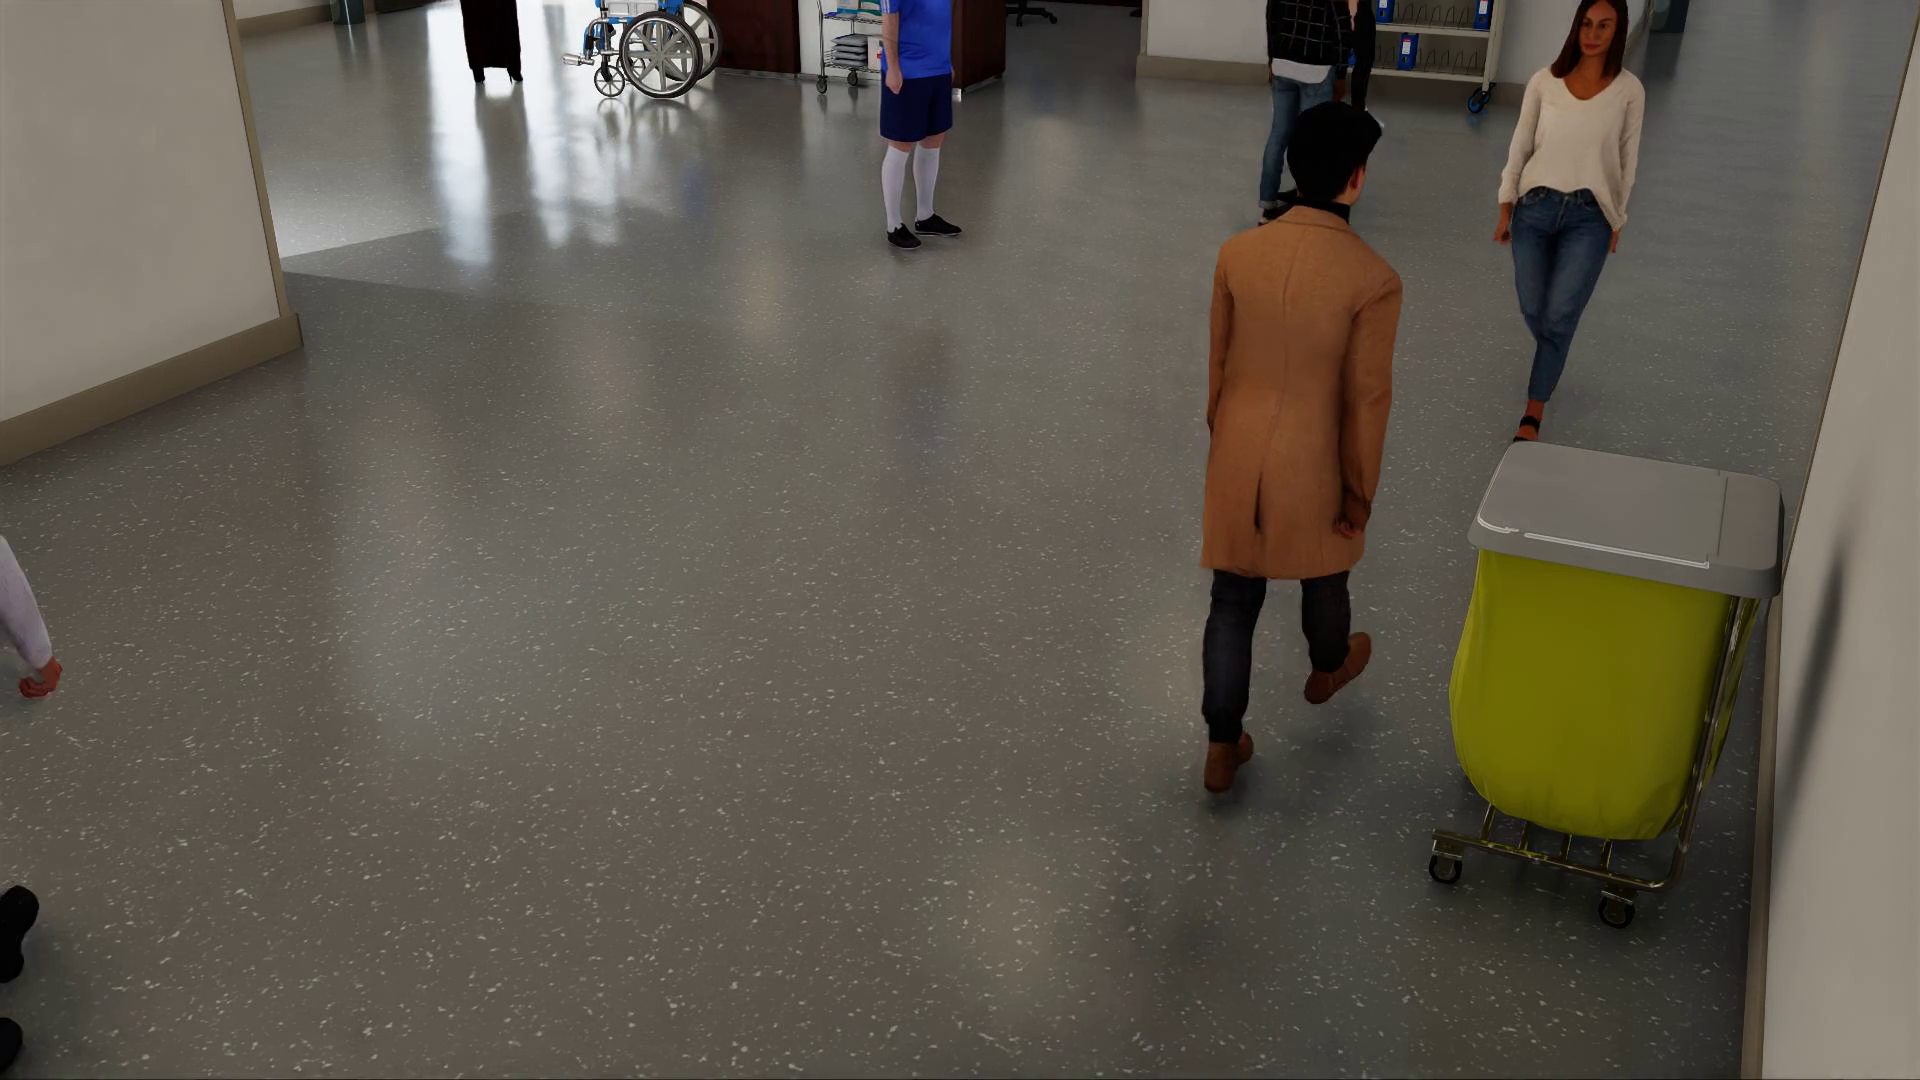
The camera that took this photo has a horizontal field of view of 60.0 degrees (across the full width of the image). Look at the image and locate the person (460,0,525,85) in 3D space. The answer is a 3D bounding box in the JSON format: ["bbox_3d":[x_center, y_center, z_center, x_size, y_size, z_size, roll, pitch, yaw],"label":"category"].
[{"bbox_3d":[-3.691,-4.449,12.893,0.727,1.757,0.832,-2,26,-4],"label":"person"}]

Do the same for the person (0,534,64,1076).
[{"bbox_3d":[-1.983,0.303,3.011,0.976,1.781,0.990,-4,26,-8],"label":"person"}]

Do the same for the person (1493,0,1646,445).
[{"bbox_3d":[2.301,-1.227,6.329,1.017,1.655,0.732,14,29,27],"label":"person"}]

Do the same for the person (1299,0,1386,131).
[{"bbox_3d":[2.583,-3.607,11.306,1.077,1.619,0.841,1,26,3],"label":"person"}]

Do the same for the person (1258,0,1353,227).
[{"bbox_3d":[1.822,-2.530,8.842,0.798,1.821,0.645,-21,33,-36],"label":"person"}]

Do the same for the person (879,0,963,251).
[{"bbox_3d":[-0.221,-2.472,8.698,0.646,1.841,0.721,19,32,34],"label":"person"}]

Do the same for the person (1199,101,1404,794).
[{"bbox_3d":[0.746,-0.159,4.022,0.995,1.694,0.786,14,29,27],"label":"person"}]
